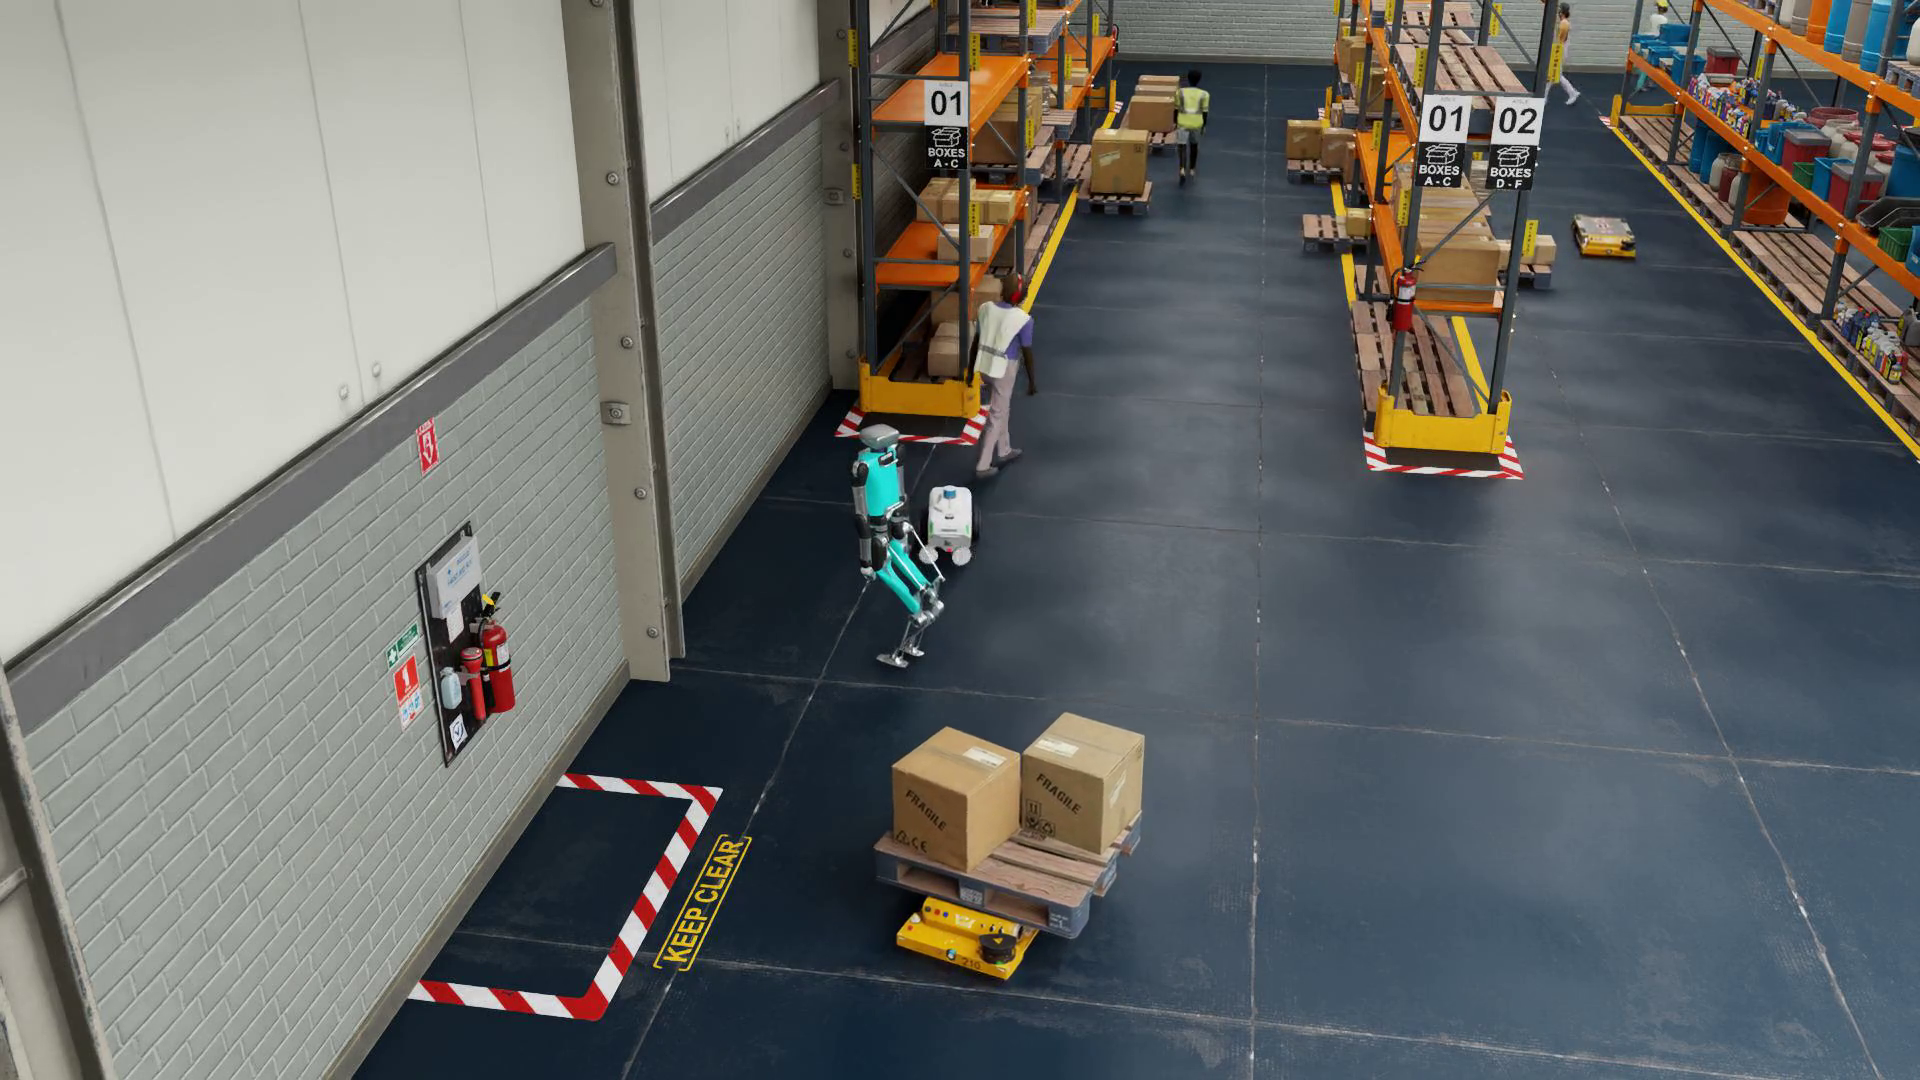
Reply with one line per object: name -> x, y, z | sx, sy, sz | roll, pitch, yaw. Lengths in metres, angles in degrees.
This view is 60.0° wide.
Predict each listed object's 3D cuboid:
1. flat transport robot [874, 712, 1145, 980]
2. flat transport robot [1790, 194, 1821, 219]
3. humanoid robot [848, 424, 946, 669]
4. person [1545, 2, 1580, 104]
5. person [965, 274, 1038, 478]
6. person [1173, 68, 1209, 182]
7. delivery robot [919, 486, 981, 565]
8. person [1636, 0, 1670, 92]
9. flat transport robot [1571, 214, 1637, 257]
flat transport robot -> 0.261, 1.888, 9.316 | 0.659, 0.231, 1.431 | 12, 27, 23
flat transport robot -> 12.222, -4.787, 23.603 | 0.659, 0.231, 1.431 | 4, 25, 9
humanoid robot -> -0.369, 0.080, 11.361 | 0.700, 1.717, 0.530 | 16, 30, 31
person -> 11.096, -8.961, 30.684 | 0.818, 1.838, 0.507 | 12, 27, 23
person -> 0.385, -1.453, 14.655 | 0.829, 1.796, 0.579 | -23, 33, -40
person -> 3.475, -6.260, 25.098 | 0.526, 1.665, 0.793 | 3, 25, 5
delivery robot -> -0.082, -0.152, 13.362 | 0.499, 0.609, 0.781 | 0, 25, 0
person -> 13.431, -9.516, 31.973 | 0.719, 1.745, 0.522 | -3, 25, -6
flat transport robot -> 8.490, -4.022, 21.965 | 0.659, 0.231, 1.431 | 6, 26, 12
